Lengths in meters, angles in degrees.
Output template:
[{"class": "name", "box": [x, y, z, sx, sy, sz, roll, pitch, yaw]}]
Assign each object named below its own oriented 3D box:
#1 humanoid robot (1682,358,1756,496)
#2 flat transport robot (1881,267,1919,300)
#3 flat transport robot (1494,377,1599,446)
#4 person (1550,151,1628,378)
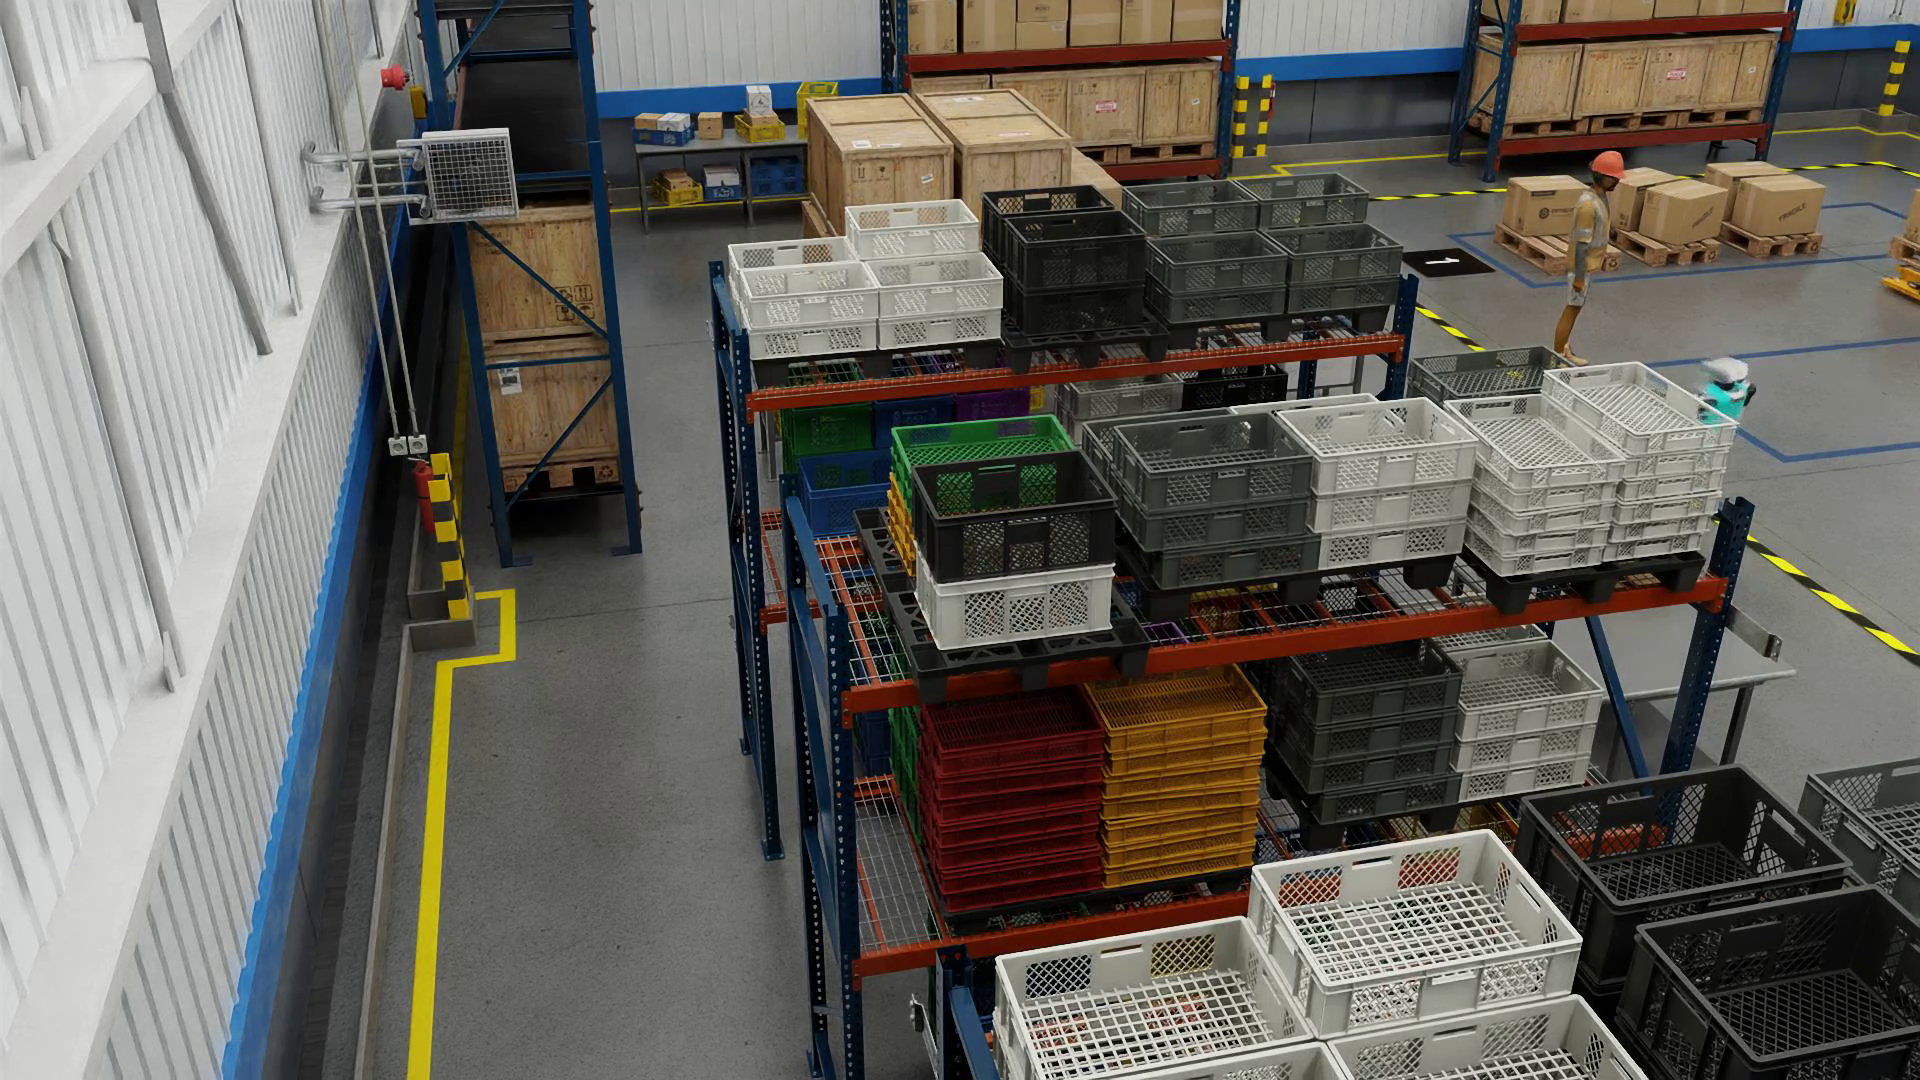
[{"class": "humanoid robot", "box": [4.895, -0.510, 11.496, 0.548, 1.754, 1.058, -15, 32, -27]}, {"class": "flat transport robot", "box": [10.326, -2.672, 17.087, 1.431, 0.197, 0.652, -6, 28, -12]}, {"class": "flat transport robot", "box": [4.780, -1.036, 14.013, 0.659, 0.231, 1.431, -6, 28, -12]}, {"class": "person", "box": [5.591, -2.452, 14.800, 0.386, 2.039, 0.613, 14, 31, 25]}]
